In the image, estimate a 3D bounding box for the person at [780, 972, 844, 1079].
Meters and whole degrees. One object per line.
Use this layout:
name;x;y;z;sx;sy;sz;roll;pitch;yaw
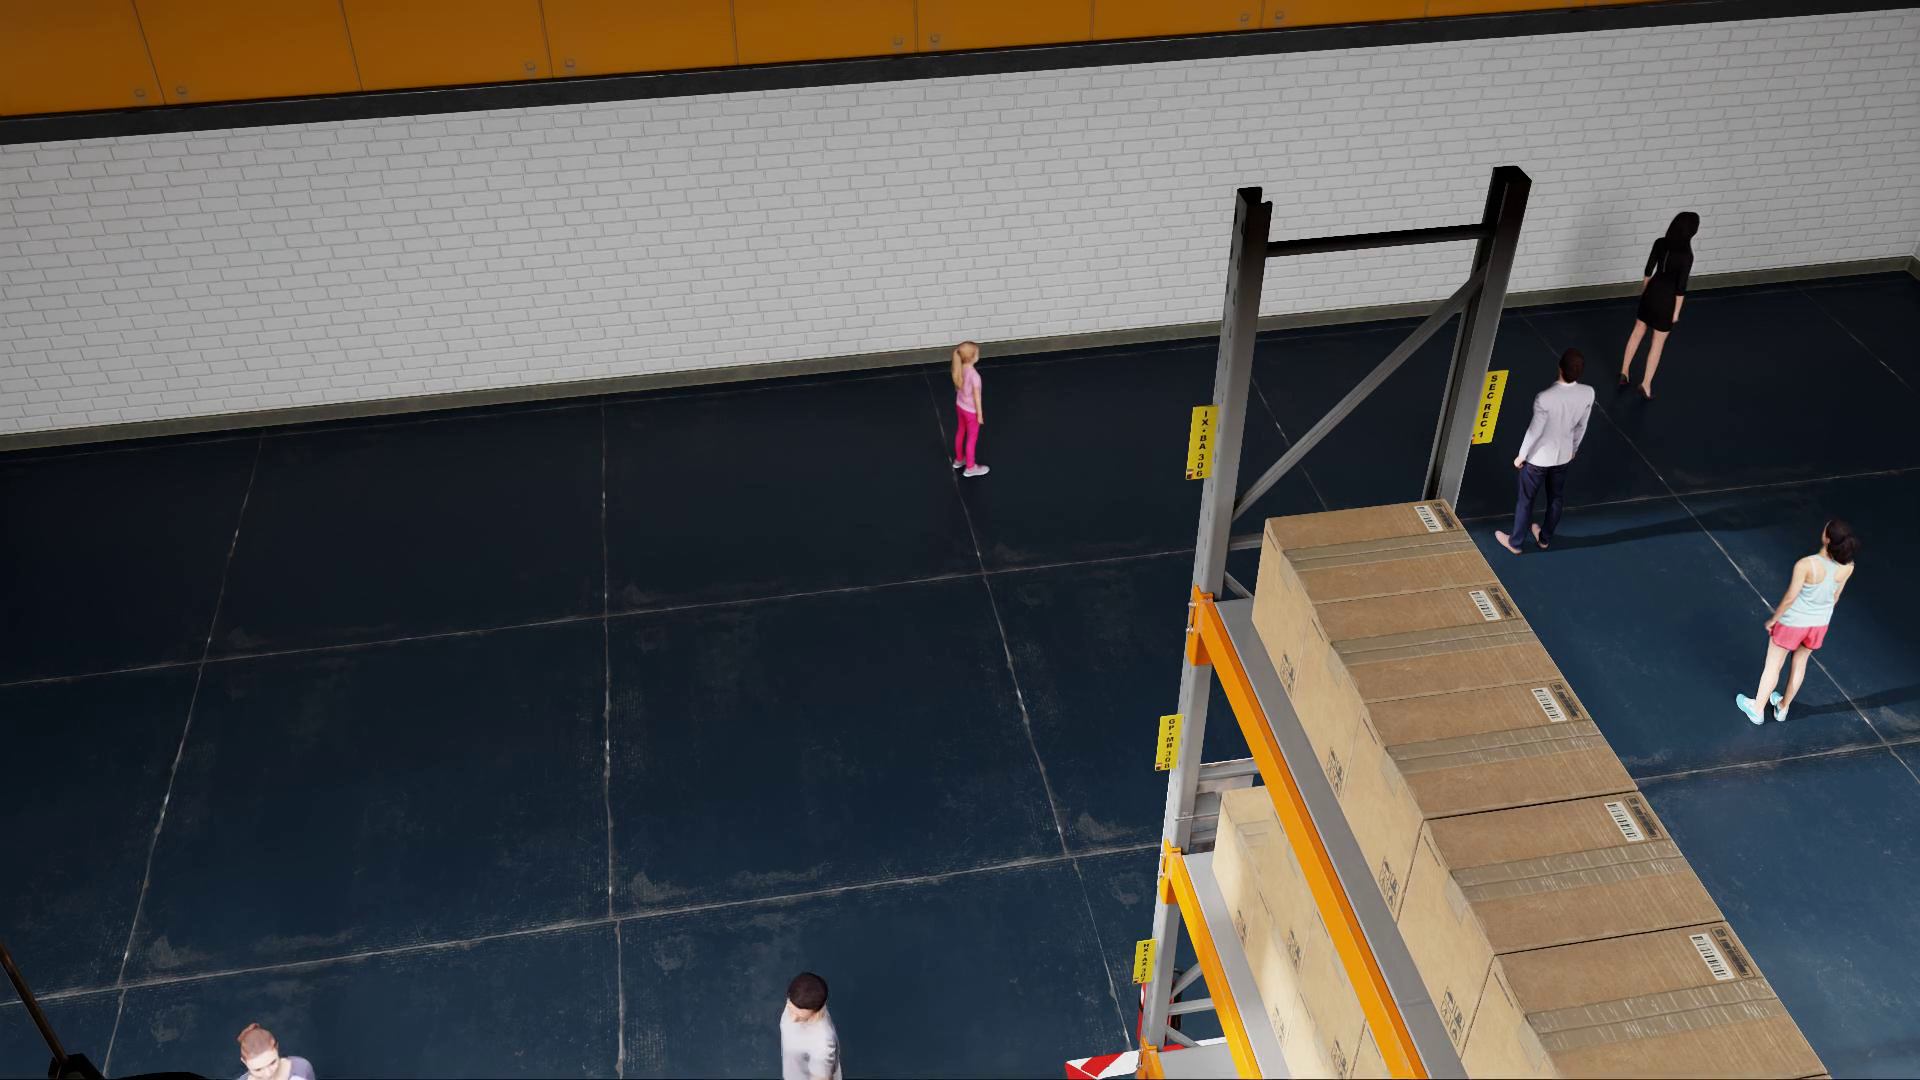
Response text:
person;-0.754;2.786;8.737;0.924;1.839;0.576;-4;39;-5

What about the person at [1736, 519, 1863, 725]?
person;5.859;0.565;11.578;0.601;1.765;0.603;-3;39;-3

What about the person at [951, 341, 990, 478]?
person;0.067;-1.126;14.091;0.623;1.272;0.530;-22;44;-25

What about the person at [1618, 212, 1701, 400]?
person;6.247;-2.101;14.885;0.693;1.804;0.521;-17;42;-20

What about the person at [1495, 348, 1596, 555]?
person;4.633;-0.691;13.081;0.685;1.853;0.586;-9;39;-11

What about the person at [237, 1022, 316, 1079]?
person;-3.433;3.028;8.531;0.778;1.719;1.195;-17;41;-20
